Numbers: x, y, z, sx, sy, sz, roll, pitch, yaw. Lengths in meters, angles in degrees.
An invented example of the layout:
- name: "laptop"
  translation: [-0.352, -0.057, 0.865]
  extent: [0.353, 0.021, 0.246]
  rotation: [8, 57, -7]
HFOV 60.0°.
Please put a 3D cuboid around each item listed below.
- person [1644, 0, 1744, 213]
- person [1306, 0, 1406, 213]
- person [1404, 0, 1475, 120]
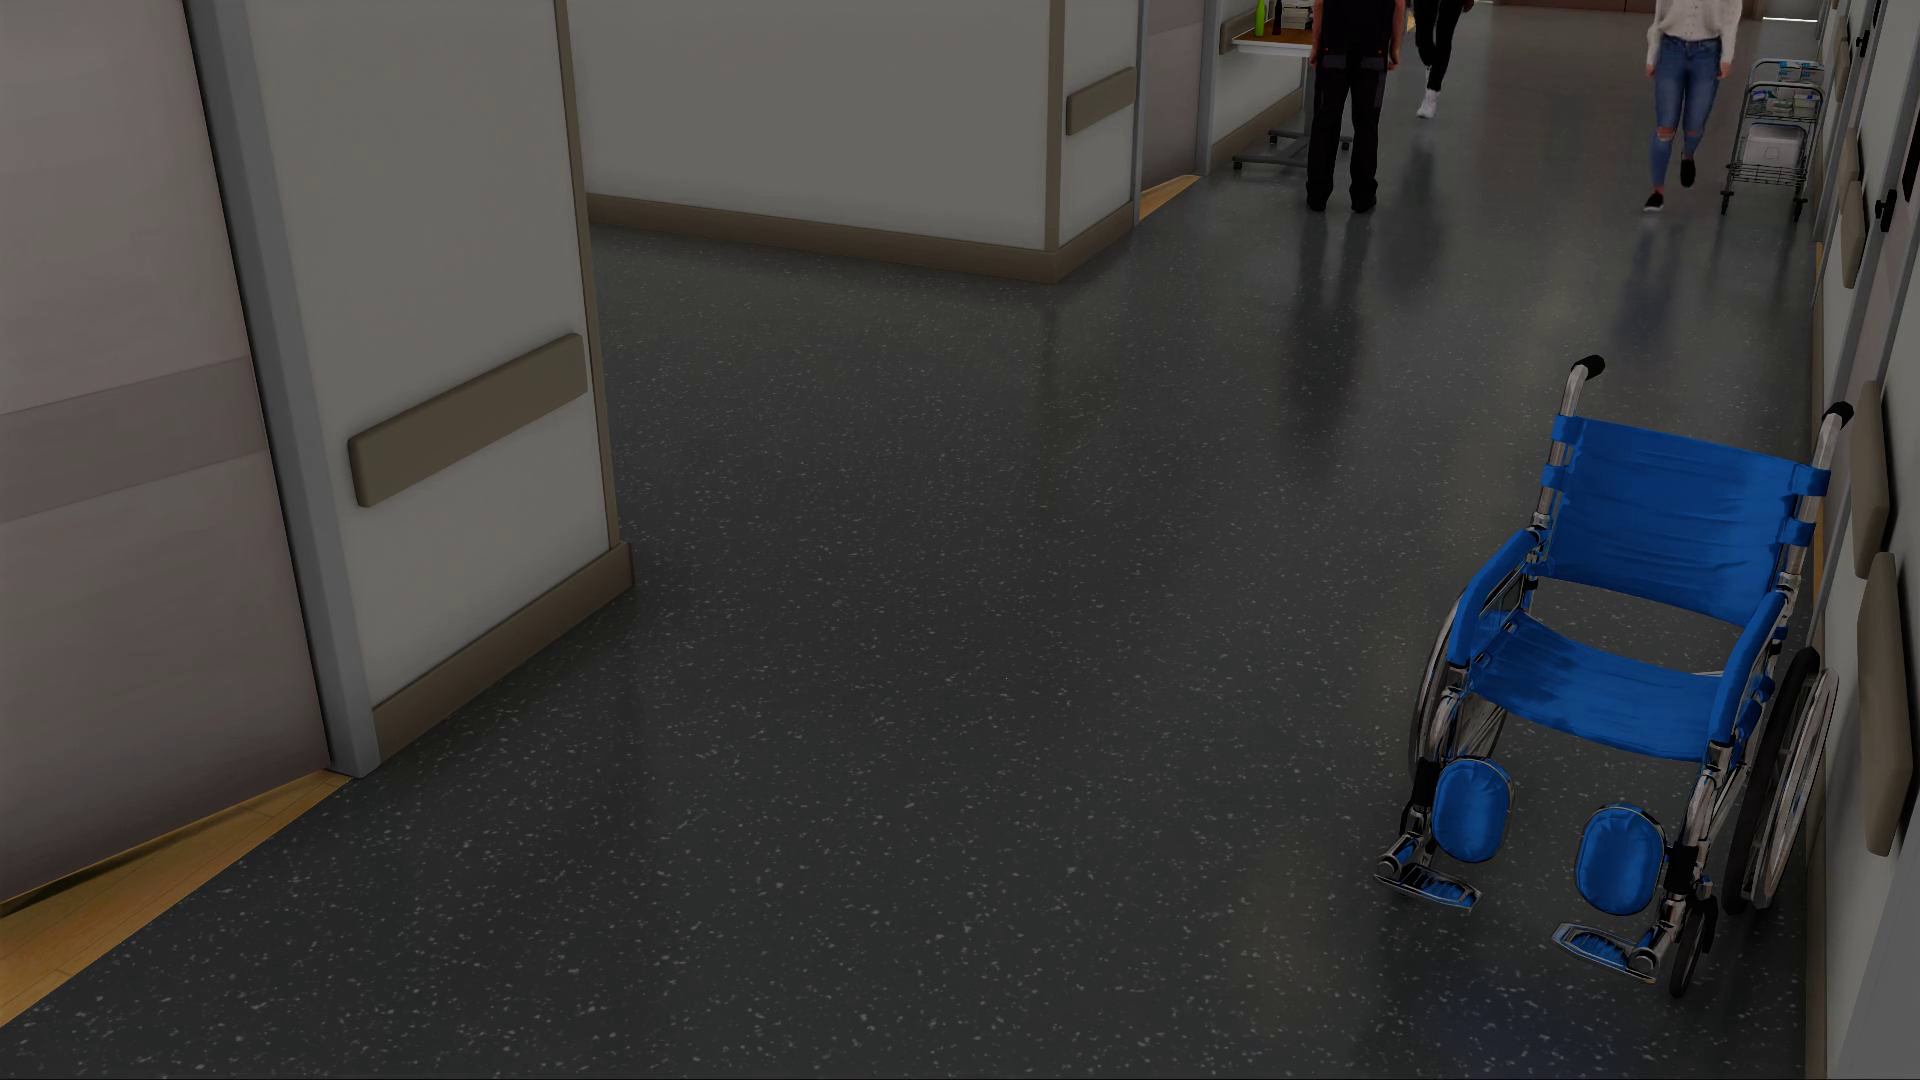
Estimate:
- name: "person"
  translation: [4.131, -2.719, 9.398]
  extent: [0.674, 1.686, 0.815]
  rotation: [14, 29, 27]
- name: "person"
  translation: [2.214, -2.783, 9.342]
  extent: [0.705, 1.848, 0.639]
  rotation: [6, 26, 12]
- name: "person"
  translation: [3.442, -3.948, 11.824]
  extent: [0.664, 1.792, 1.128]
  rotation: [12, 28, 23]
